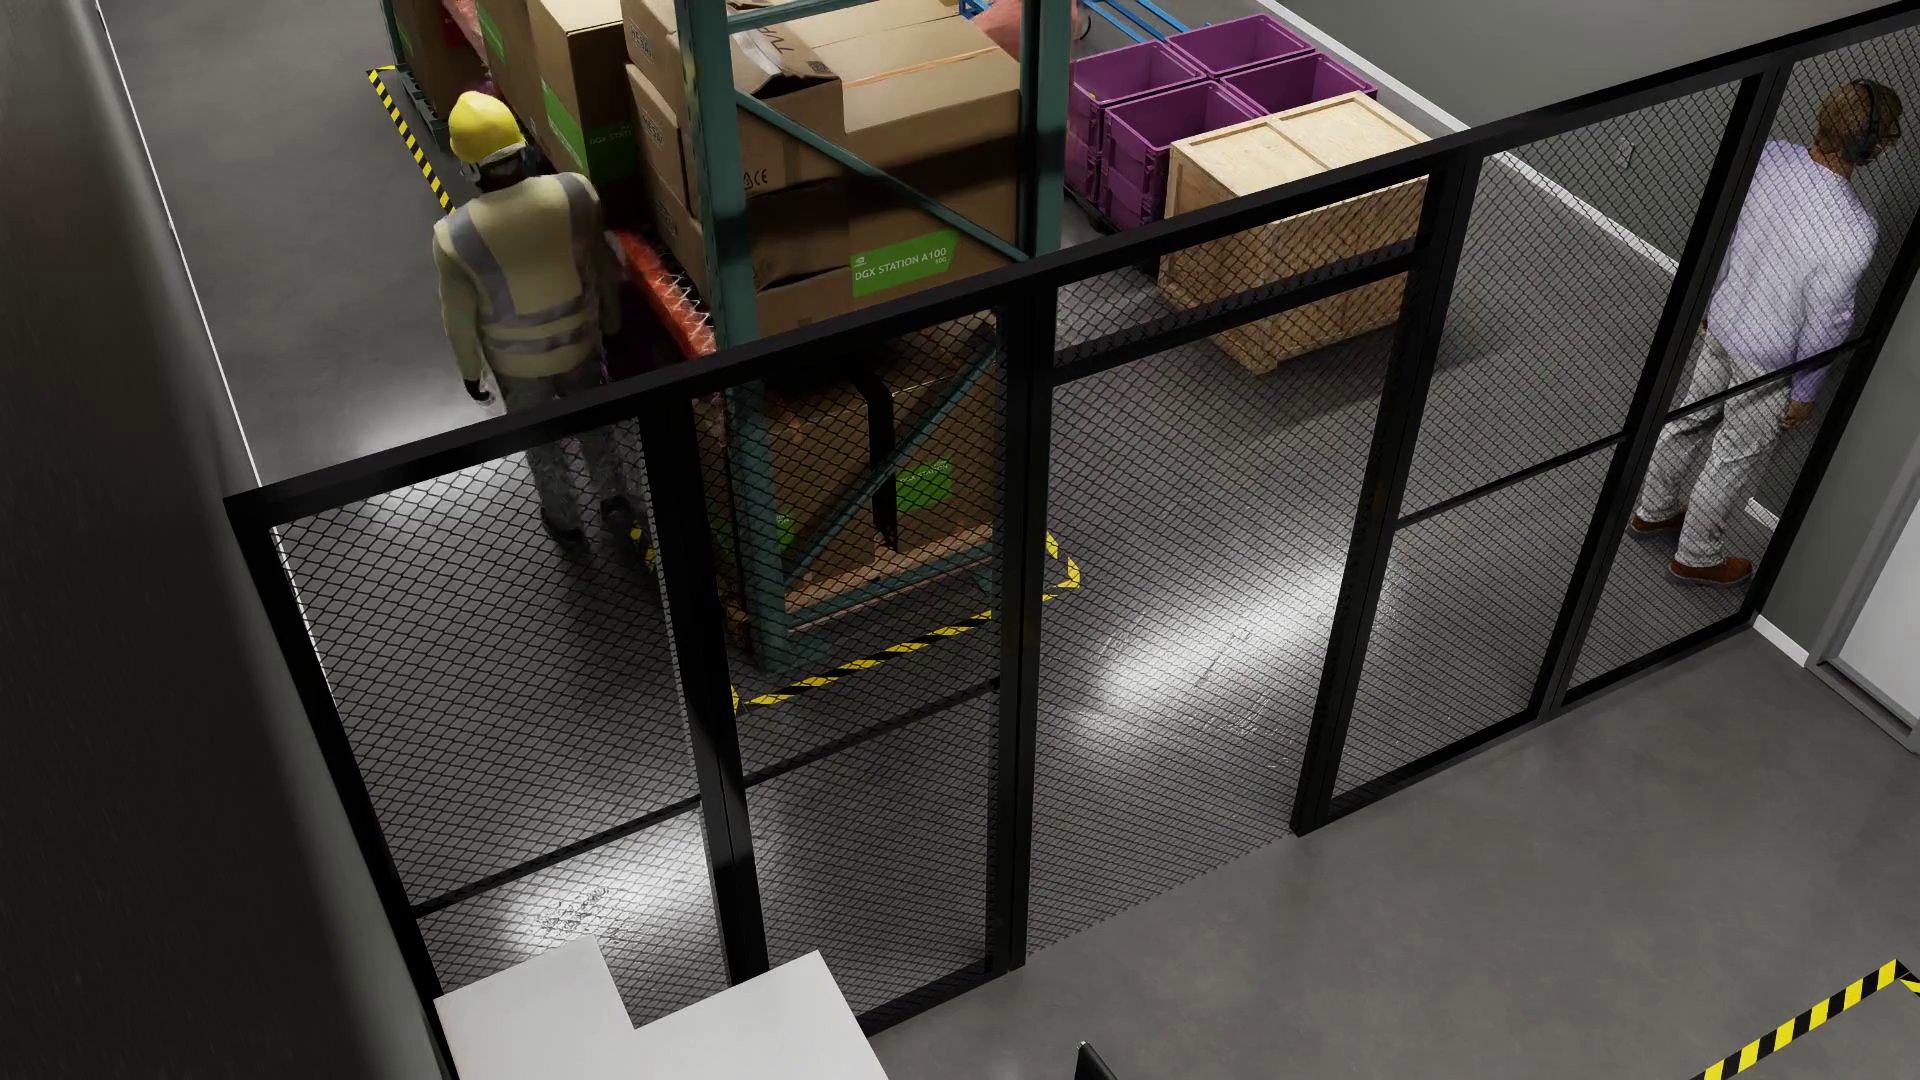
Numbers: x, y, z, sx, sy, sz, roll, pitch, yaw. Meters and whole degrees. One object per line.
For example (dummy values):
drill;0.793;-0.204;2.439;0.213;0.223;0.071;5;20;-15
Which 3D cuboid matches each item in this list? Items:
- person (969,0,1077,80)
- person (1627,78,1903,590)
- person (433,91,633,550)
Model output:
person;0.203;-1.574;6.637;0.636;1.977;0.441;-34;52;-31
person;2.736;-0.671;5.679;0.356;1.938;0.638;-8;43;-9
person;-1.473;-0.706;5.807;0.615;1.812;0.423;-24;48;-24
